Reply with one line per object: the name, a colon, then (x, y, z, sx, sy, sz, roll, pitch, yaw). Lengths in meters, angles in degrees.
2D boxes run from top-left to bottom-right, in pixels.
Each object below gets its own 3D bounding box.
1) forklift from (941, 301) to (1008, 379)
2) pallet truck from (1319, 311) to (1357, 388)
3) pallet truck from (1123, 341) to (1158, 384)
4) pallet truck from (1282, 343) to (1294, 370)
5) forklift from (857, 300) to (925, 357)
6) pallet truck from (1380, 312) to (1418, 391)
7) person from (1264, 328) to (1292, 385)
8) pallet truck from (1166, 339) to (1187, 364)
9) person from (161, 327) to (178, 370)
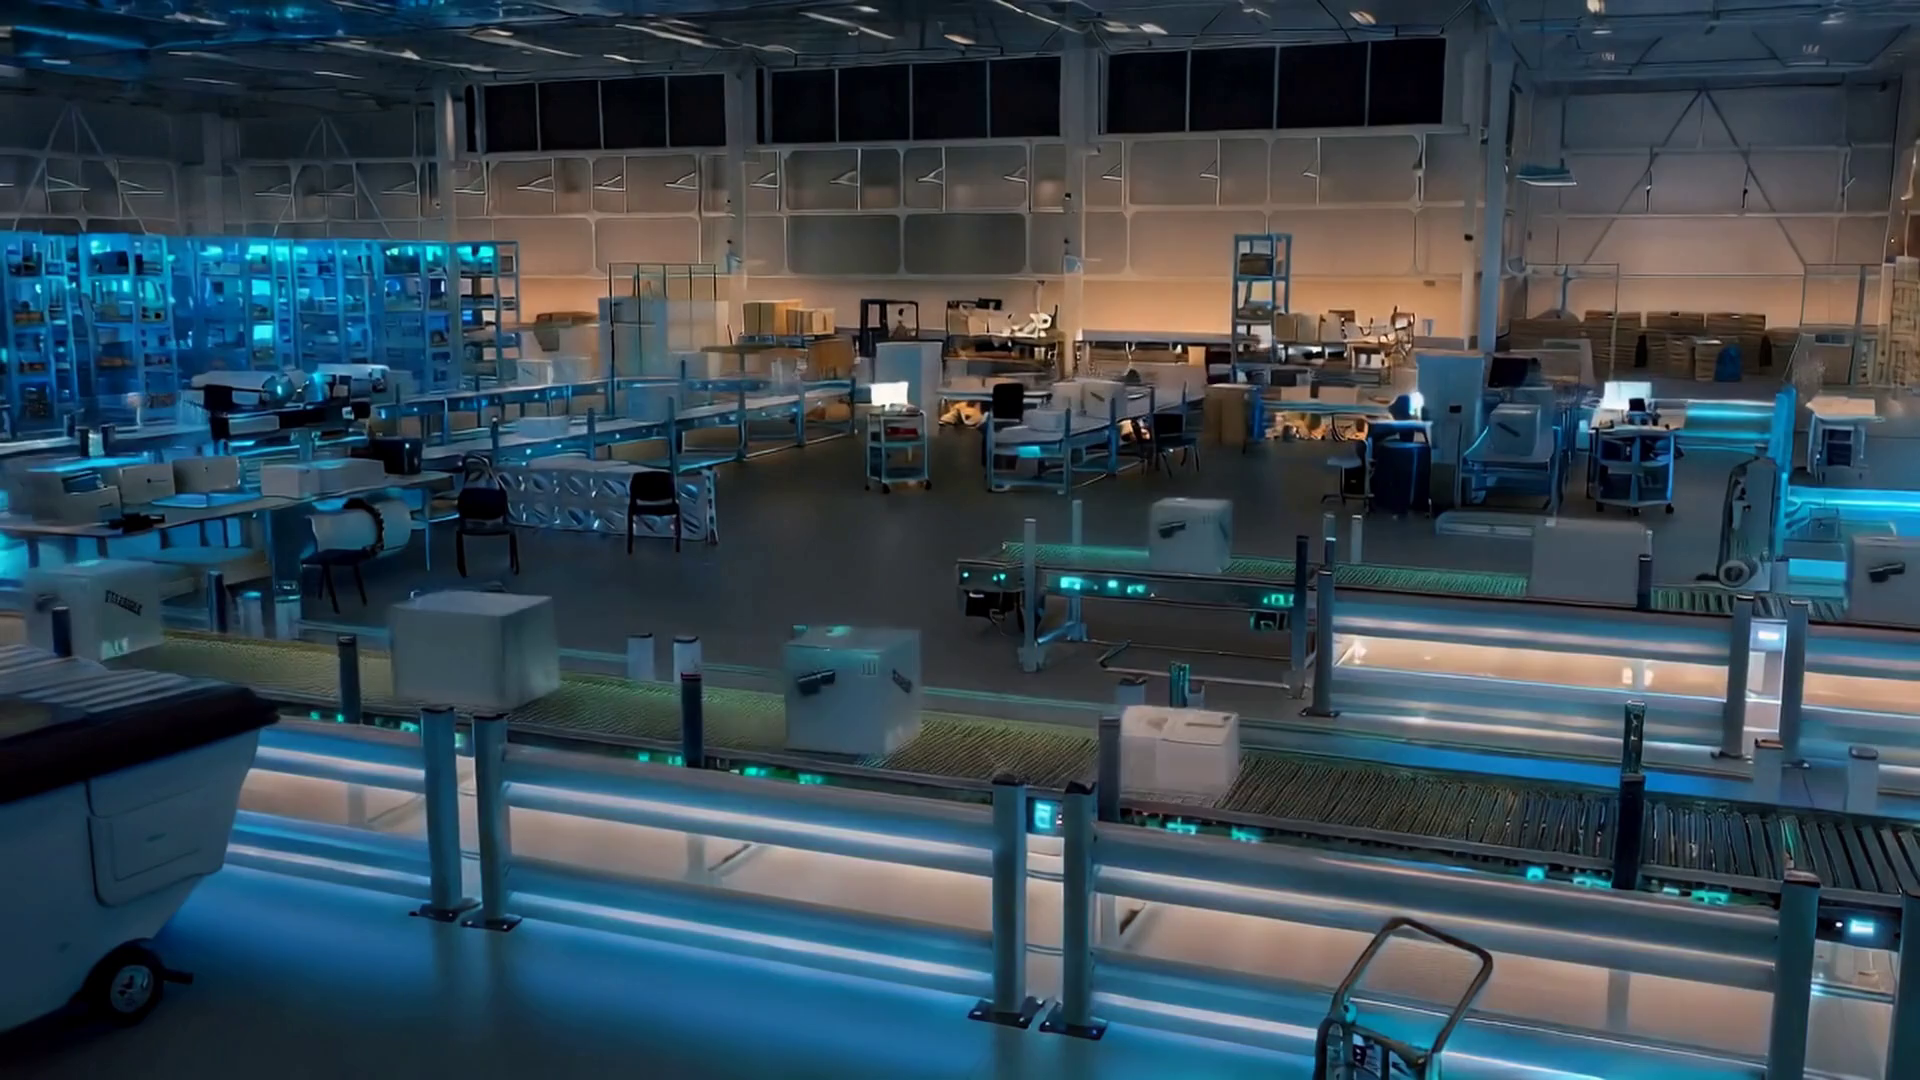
forklift: (0.365, -4.966, 41.571, 1.157, 1.987, 2.680, 3, 10, 20)
pallet truck: (9.071, -4.419, 39.190, 0.823, 1.965, 1.885, 5, 10, 26)
pallet truck: (4.445, -4.380, 41.279, 0.680, 1.201, 1.601, 4, 10, 22)
pallet truck: (7.886, -4.163, 39.743, 0.653, 1.274, 1.630, 4, 10, 22)
forklift: (-1.732, -5.109, 42.468, 1.157, 1.987, 2.680, 4, 10, 22)
pallet truck: (10.207, -4.283, 38.369, 0.823, 1.965, 1.885, 3, 10, 20)
person: (7.439, -4.277, 38.811, 0.989, 1.844, 0.628, 9, 13, 42)
pallet truck: (5.418, -4.269, 40.420, 0.704, 1.261, 1.522, 3, 10, 20)
person: (-17.667, -4.030, 37.292, 0.384, 1.845, 0.565, -9, 13, -43)
